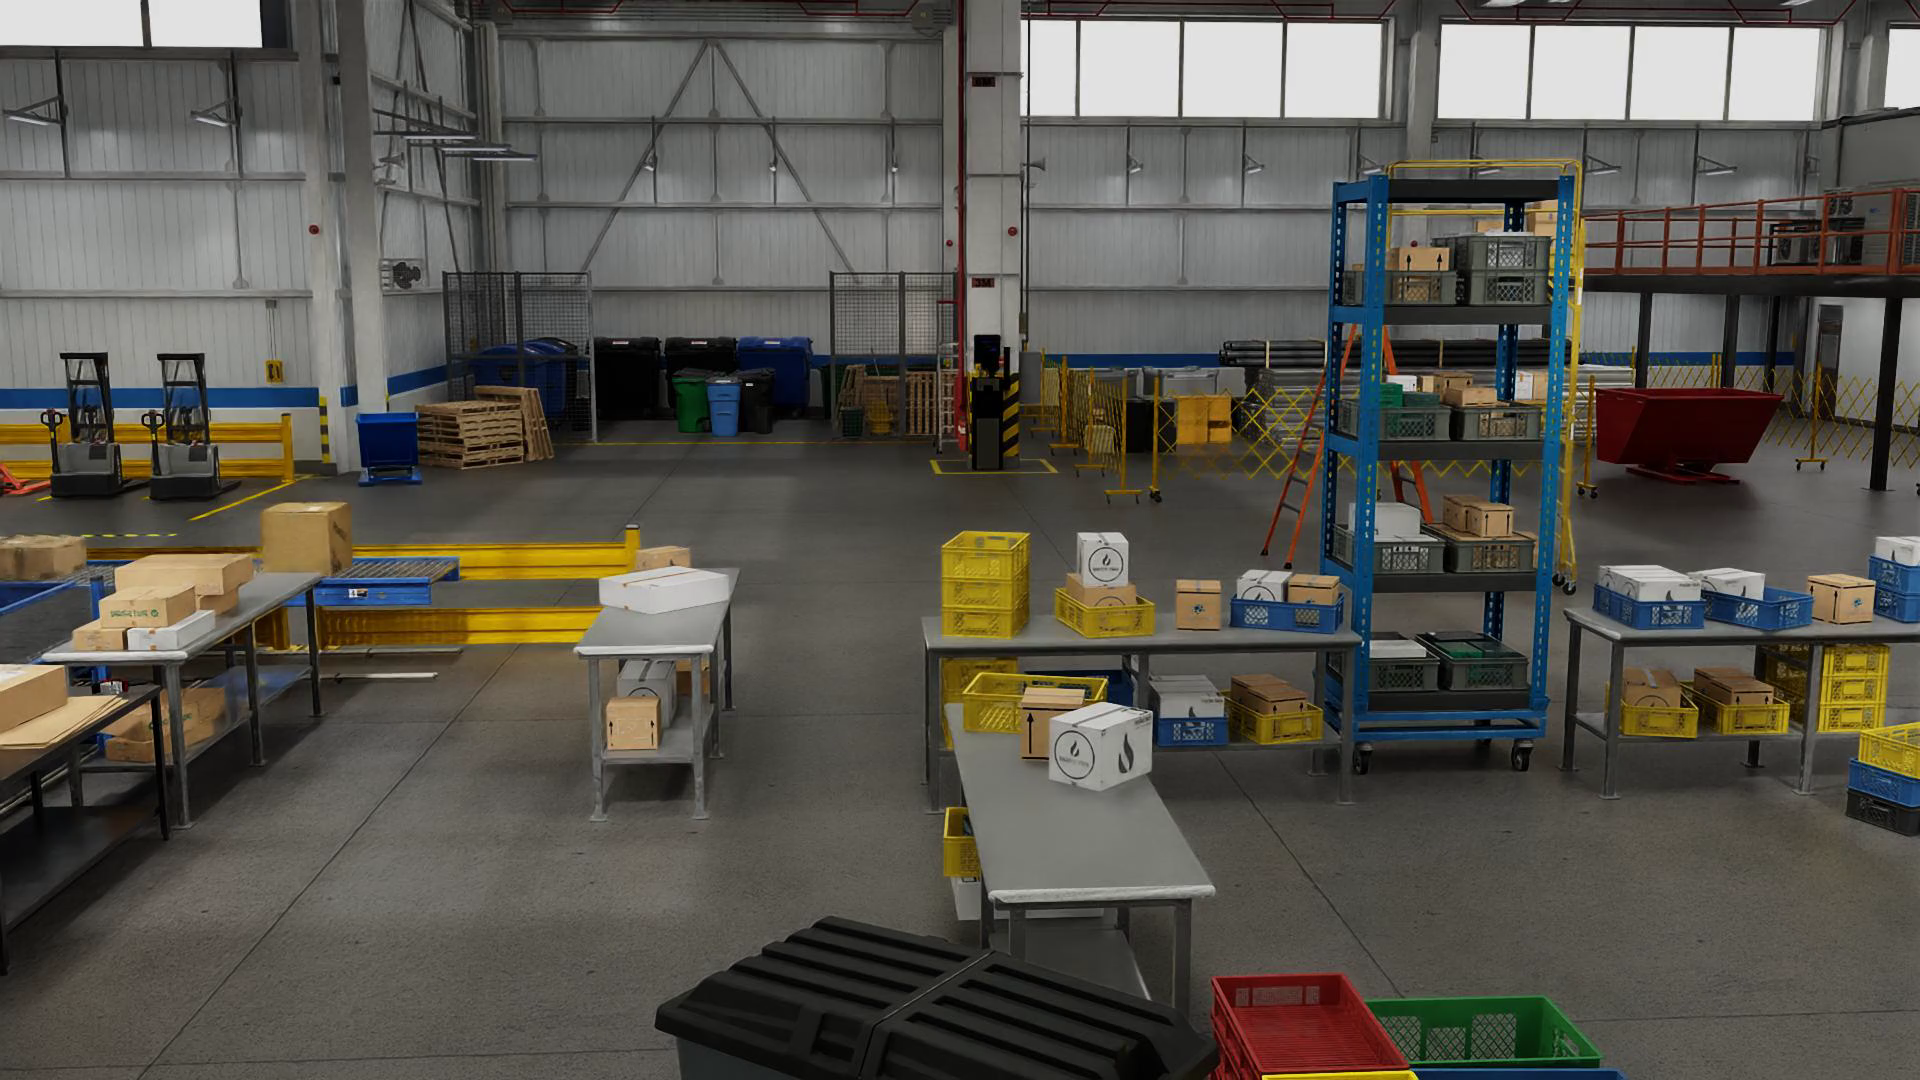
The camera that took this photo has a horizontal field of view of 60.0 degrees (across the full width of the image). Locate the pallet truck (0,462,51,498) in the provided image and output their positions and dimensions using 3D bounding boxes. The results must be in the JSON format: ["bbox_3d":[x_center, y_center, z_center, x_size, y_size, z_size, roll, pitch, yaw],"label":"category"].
[{"bbox_3d":[-13.193,-1.293,23.148,0.653,1.274,1.630,-1,9,-4],"label":"pallet truck"}]

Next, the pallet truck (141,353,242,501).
[{"bbox_3d":[-10.520,-1.604,22.925,0.823,1.965,1.885,-1,9,-6],"label":"pallet truck"}]

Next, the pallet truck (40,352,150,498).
[{"bbox_3d":[-11.907,-1.642,23.165,0.823,1.965,1.885,0,9,0],"label":"pallet truck"}]
